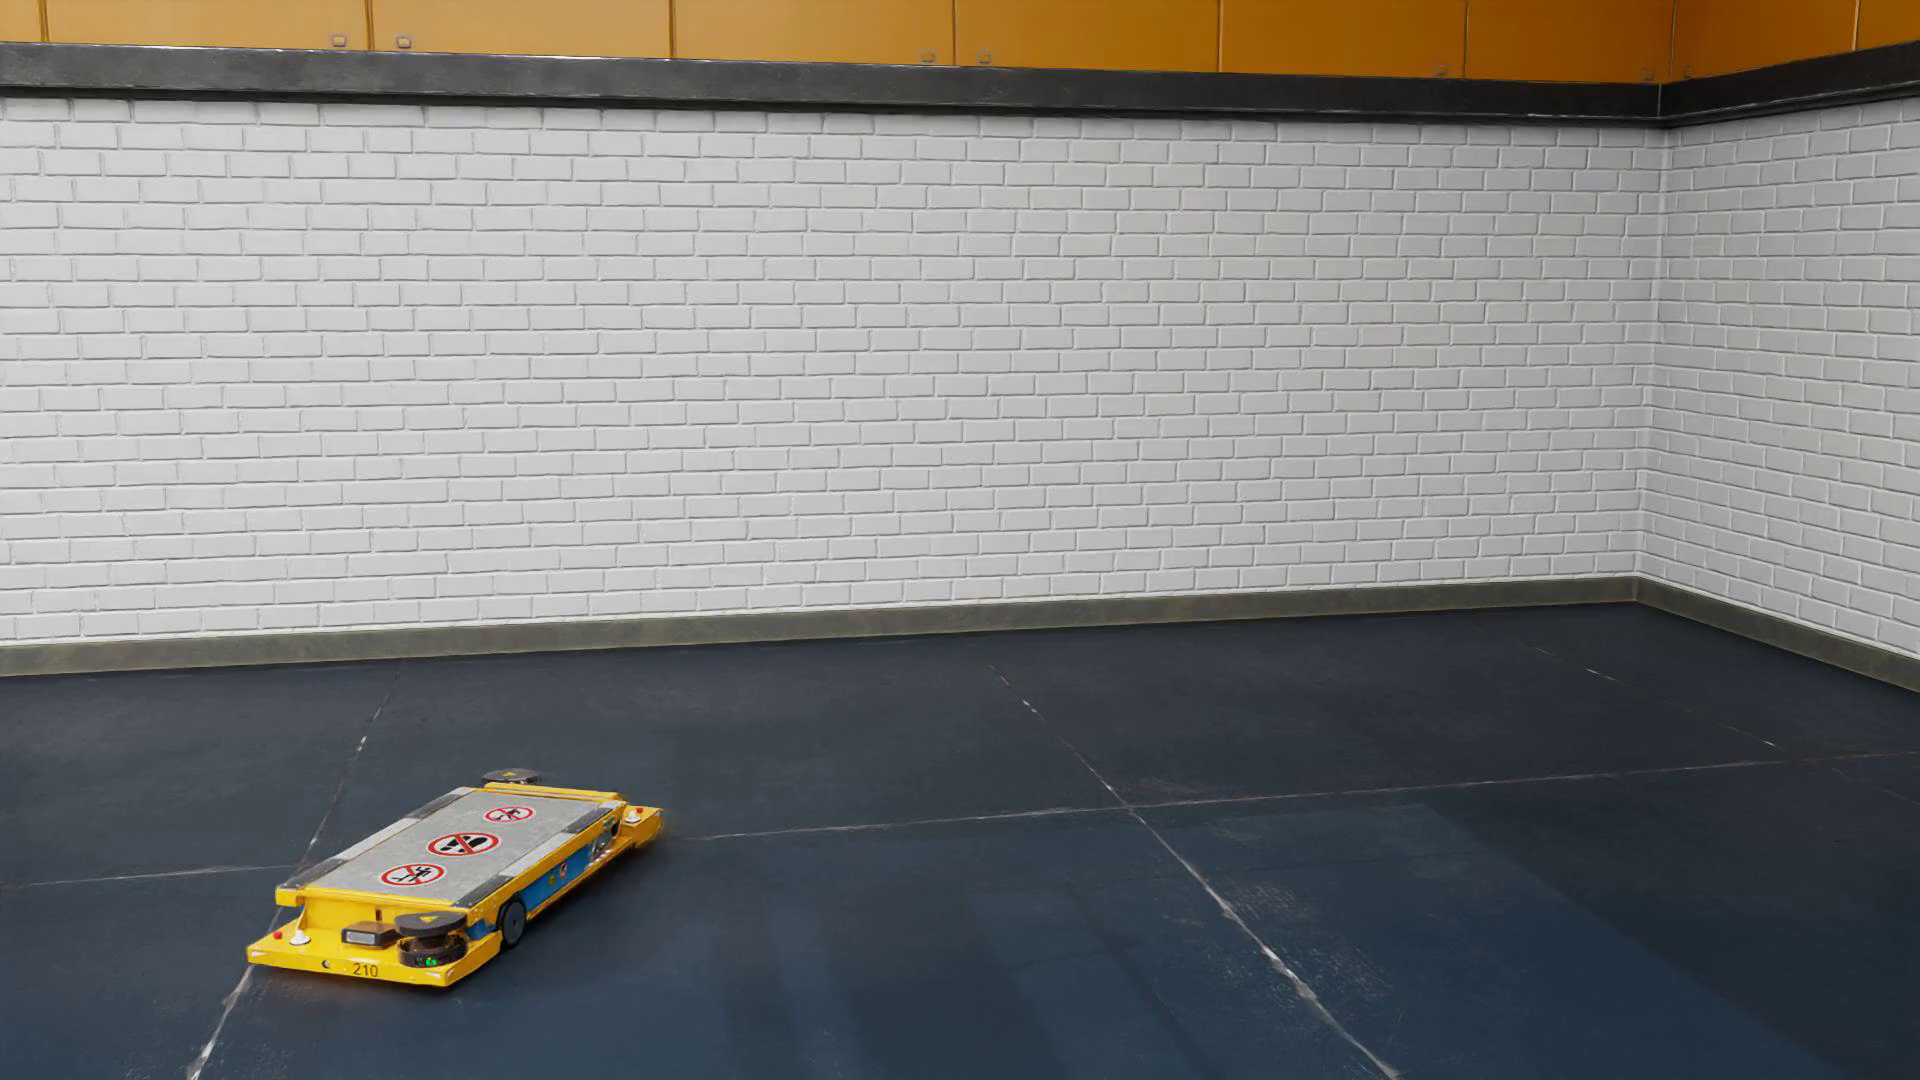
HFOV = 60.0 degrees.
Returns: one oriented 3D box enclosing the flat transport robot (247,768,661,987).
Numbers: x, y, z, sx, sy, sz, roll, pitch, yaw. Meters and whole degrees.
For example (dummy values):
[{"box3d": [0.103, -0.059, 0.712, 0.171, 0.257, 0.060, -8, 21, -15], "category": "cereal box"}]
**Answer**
[{"box3d": [-1.581, 1.055, 5.430, 0.652, 0.197, 1.431, 2, 10, 14], "category": "flat transport robot"}]
